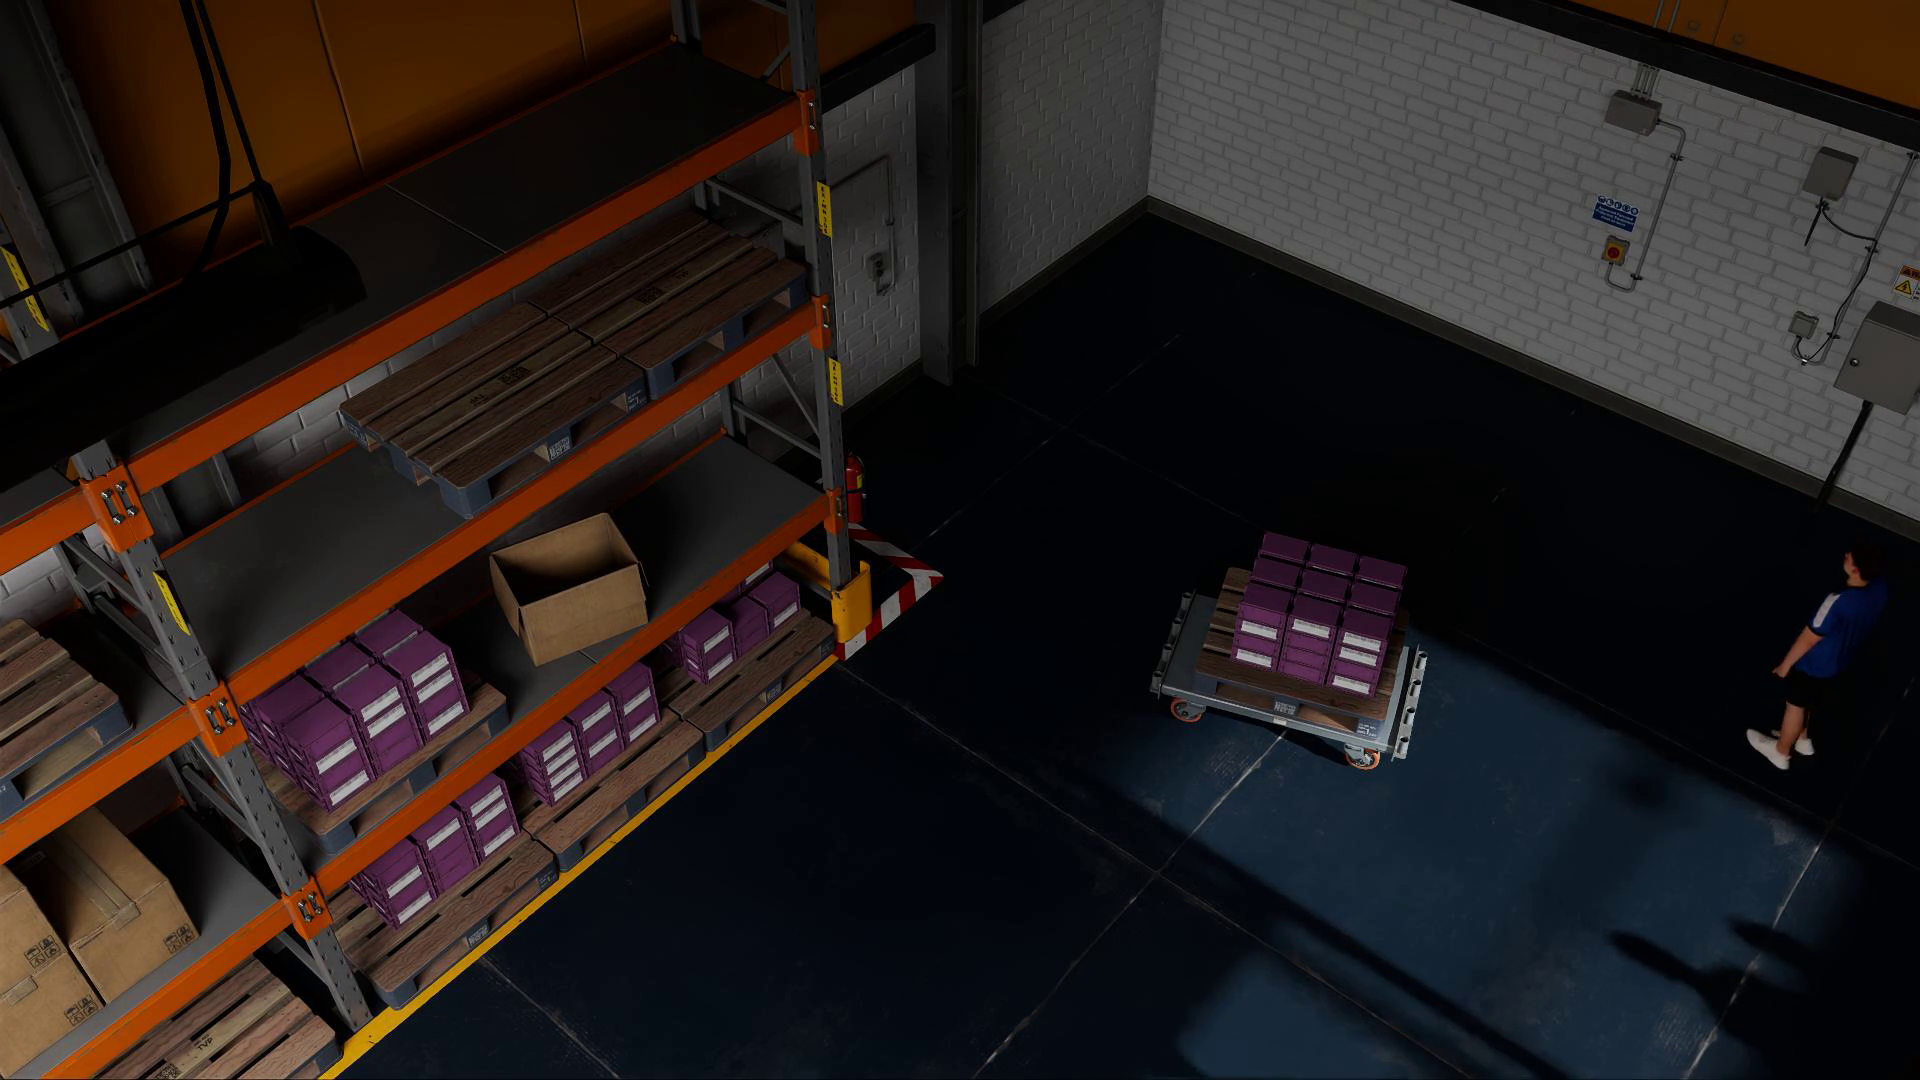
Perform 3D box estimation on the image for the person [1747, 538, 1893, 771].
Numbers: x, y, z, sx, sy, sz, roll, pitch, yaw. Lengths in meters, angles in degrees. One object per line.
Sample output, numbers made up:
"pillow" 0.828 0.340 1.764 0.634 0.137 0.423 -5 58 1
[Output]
"person" 5.285 0.753 10.053 0.722 1.857 0.834 -23 48 -22
